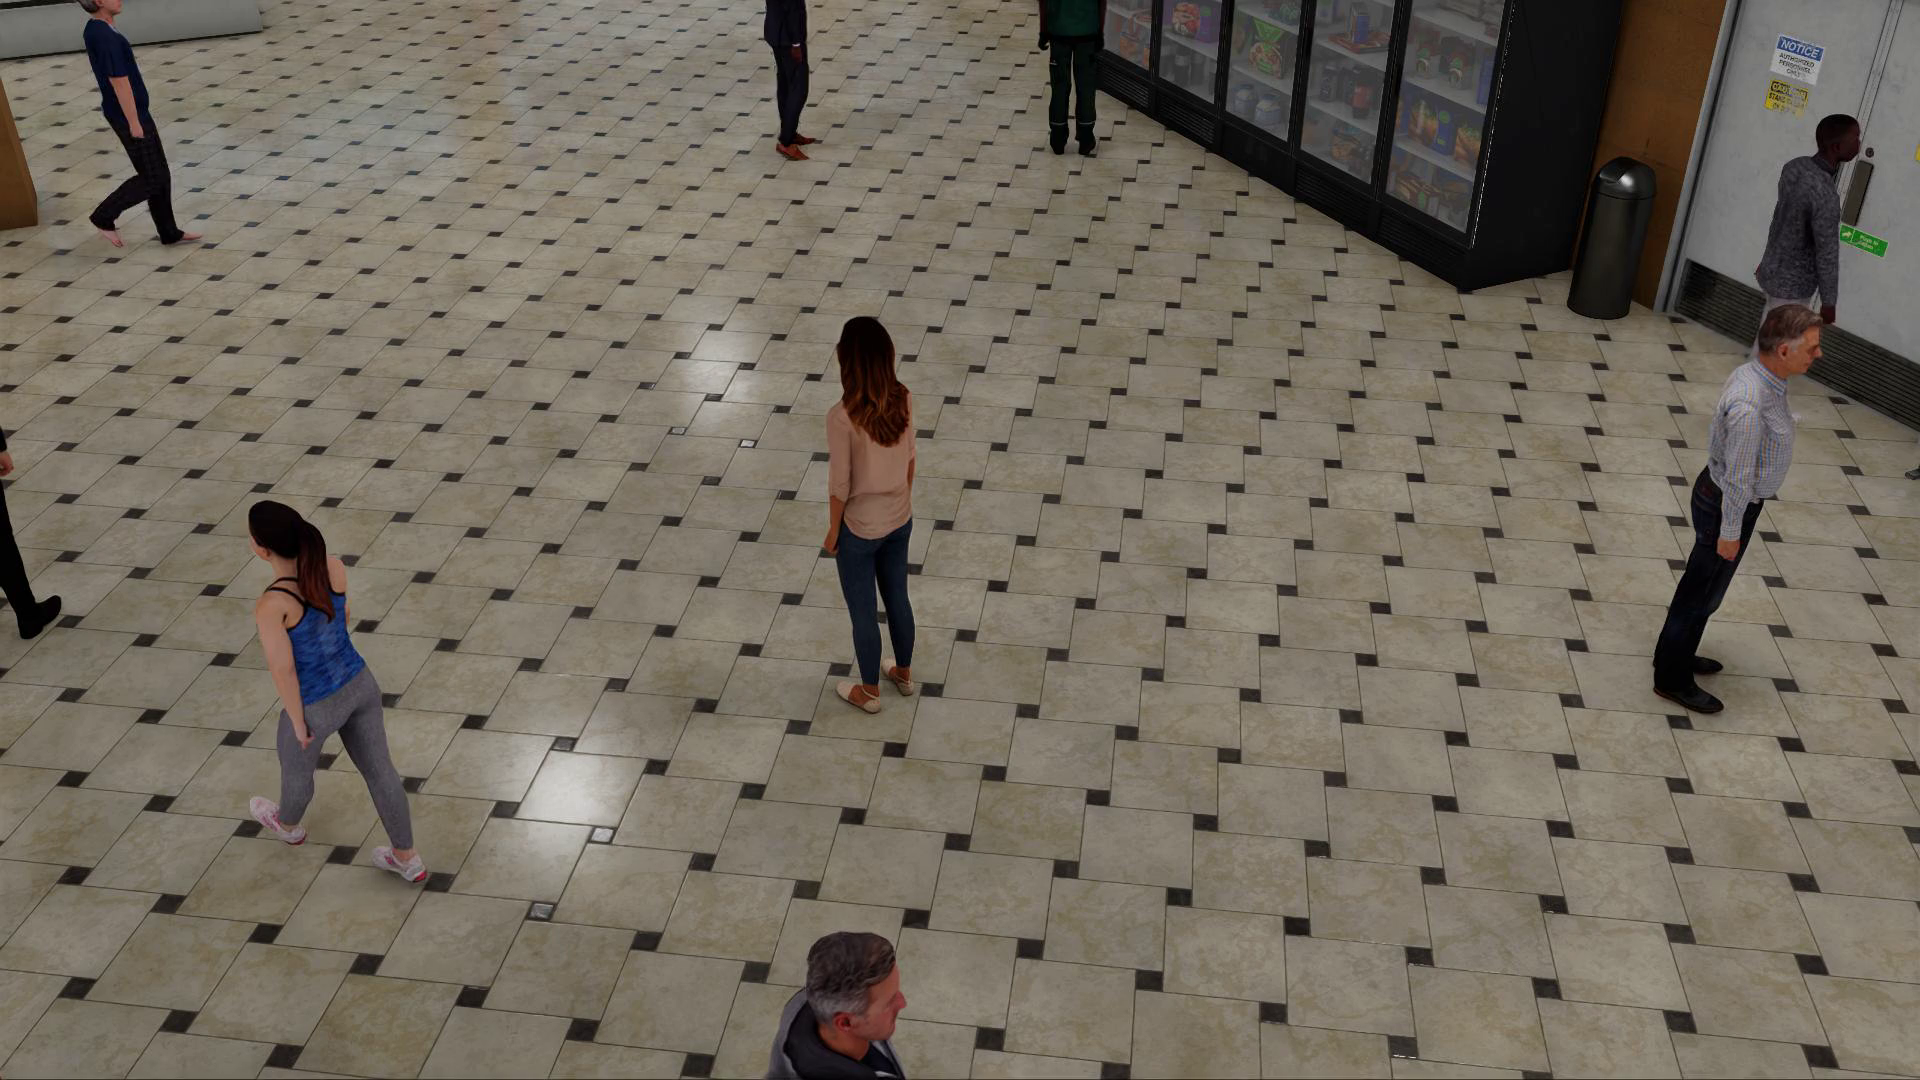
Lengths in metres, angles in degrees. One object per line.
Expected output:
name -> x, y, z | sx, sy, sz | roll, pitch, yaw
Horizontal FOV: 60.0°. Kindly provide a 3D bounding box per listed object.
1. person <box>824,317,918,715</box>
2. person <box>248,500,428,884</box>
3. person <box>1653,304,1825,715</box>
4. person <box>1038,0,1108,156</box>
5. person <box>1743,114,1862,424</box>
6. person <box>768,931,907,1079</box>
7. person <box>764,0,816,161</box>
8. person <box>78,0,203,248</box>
person -> -0.354, -0.079, 6.825 | 0.541, 1.792, 0.705 | -24, 39, -33
person -> -2.202, 0.590, 5.952 | 0.964, 1.577, 1.008 | 18, 36, 27
person -> 3.197, -0.148, 6.912 | 0.796, 1.816, 0.717 | 14, 34, 21
person -> 0.879, -3.932, 12.974 | 0.728, 1.837, 0.841 | 3, 32, 5
person -> 4.338, -1.380, 8.882 | 0.920, 1.828, 0.886 | 2, 32, 3
person -> -0.278, 1.645, 4.022 | 0.571, 1.825, 0.706 | -11, 34, -17
person -> -1.354, -3.929, 12.971 | 0.670, 1.836, 0.752 | -11, 34, -17
person -> -5.658, -2.813, 11.156 | 0.869, 1.858, 0.658 | -13, 34, -20
